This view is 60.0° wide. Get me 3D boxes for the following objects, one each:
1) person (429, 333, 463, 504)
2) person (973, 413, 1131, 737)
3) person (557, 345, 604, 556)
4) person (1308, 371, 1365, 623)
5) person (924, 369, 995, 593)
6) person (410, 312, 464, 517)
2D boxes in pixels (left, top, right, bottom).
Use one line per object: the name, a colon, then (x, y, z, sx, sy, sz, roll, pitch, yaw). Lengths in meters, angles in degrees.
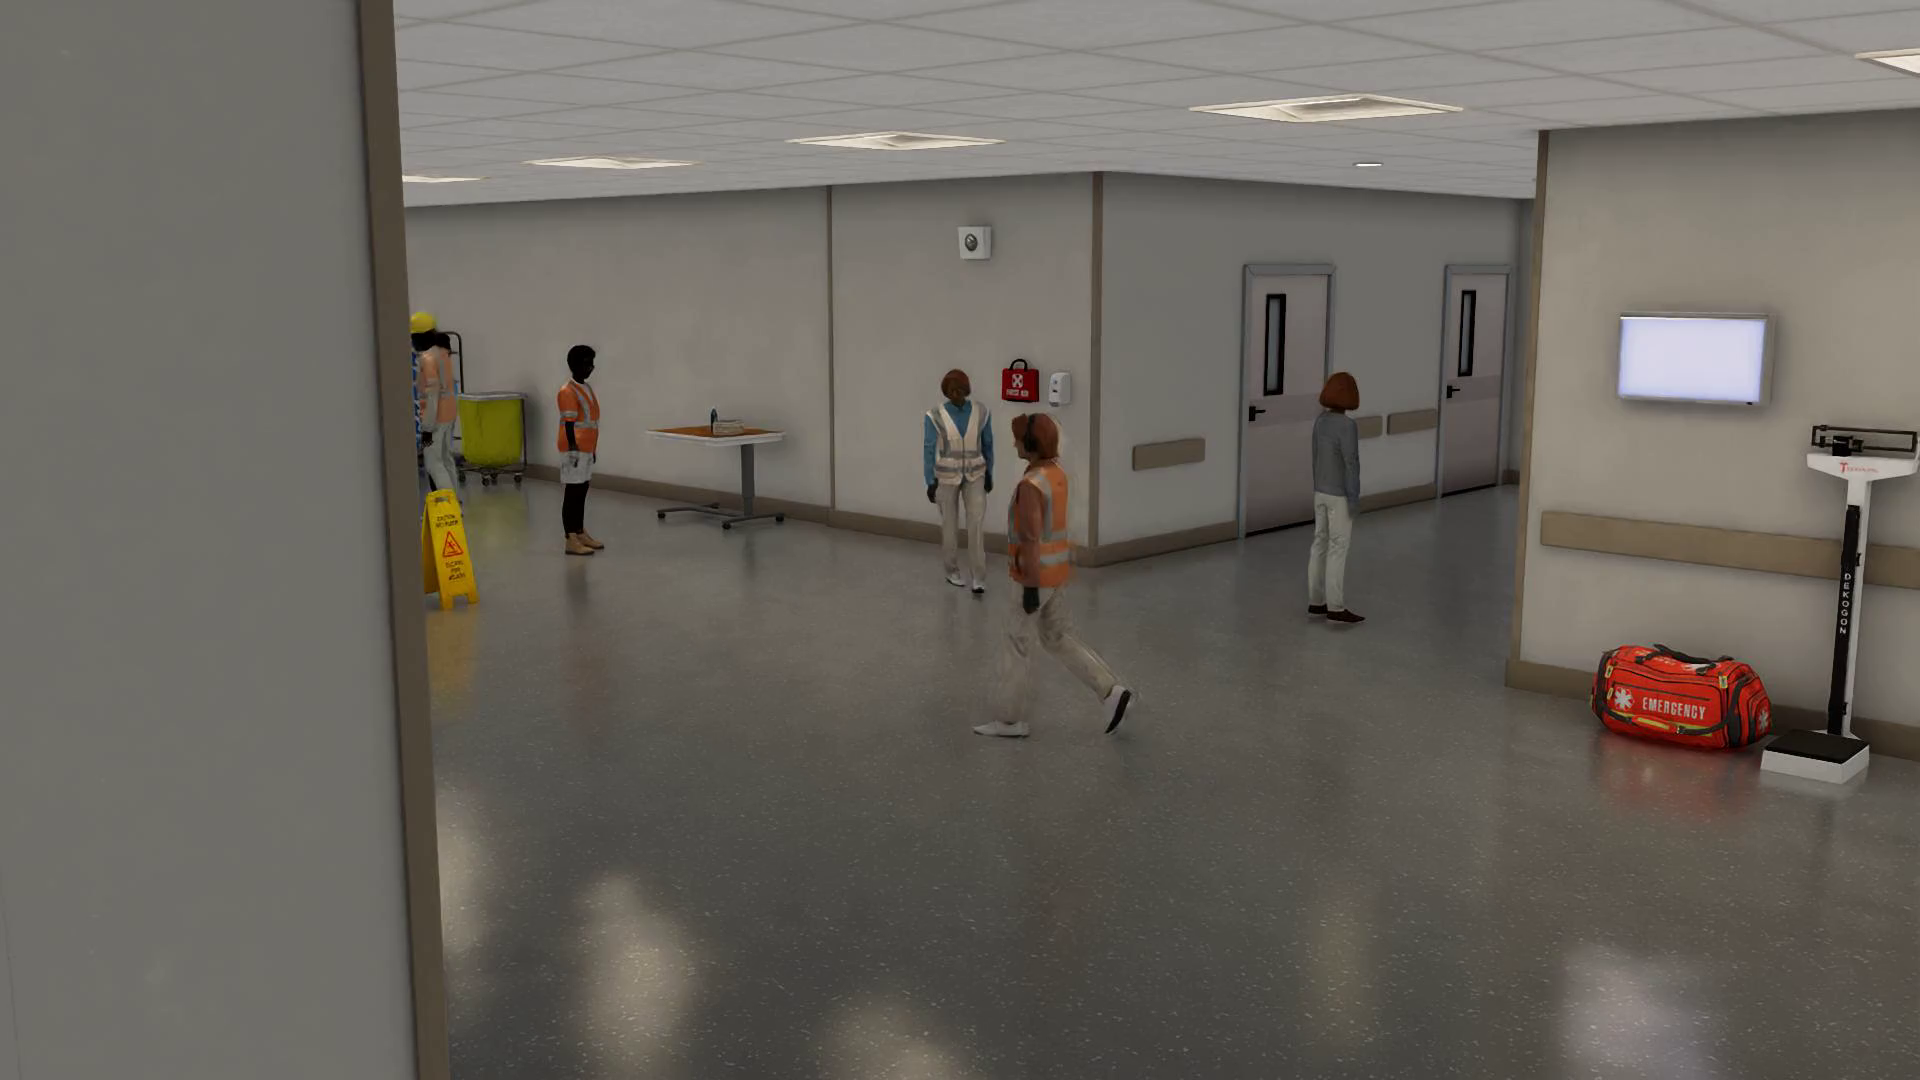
person: (-4.997, -1.146, 16.022, 0.319, 1.690, 0.535, -1, 9, -4)
person: (0.446, 0.187, 8.076, 0.703, 1.617, 0.524, 3, 10, 20)
person: (-3.076, -0.730, 13.451, 0.322, 1.692, 0.531, 1, 9, 6)
person: (2.464, -0.281, 10.871, 0.280, 1.636, 0.501, -3, 10, -17)
person: (0.010, -0.414, 11.791, 0.555, 1.585, 0.809, -2, 9, -12)
person: (-4.792, -1.108, 15.159, 0.456, 1.903, 0.688, -1, 9, -6)
